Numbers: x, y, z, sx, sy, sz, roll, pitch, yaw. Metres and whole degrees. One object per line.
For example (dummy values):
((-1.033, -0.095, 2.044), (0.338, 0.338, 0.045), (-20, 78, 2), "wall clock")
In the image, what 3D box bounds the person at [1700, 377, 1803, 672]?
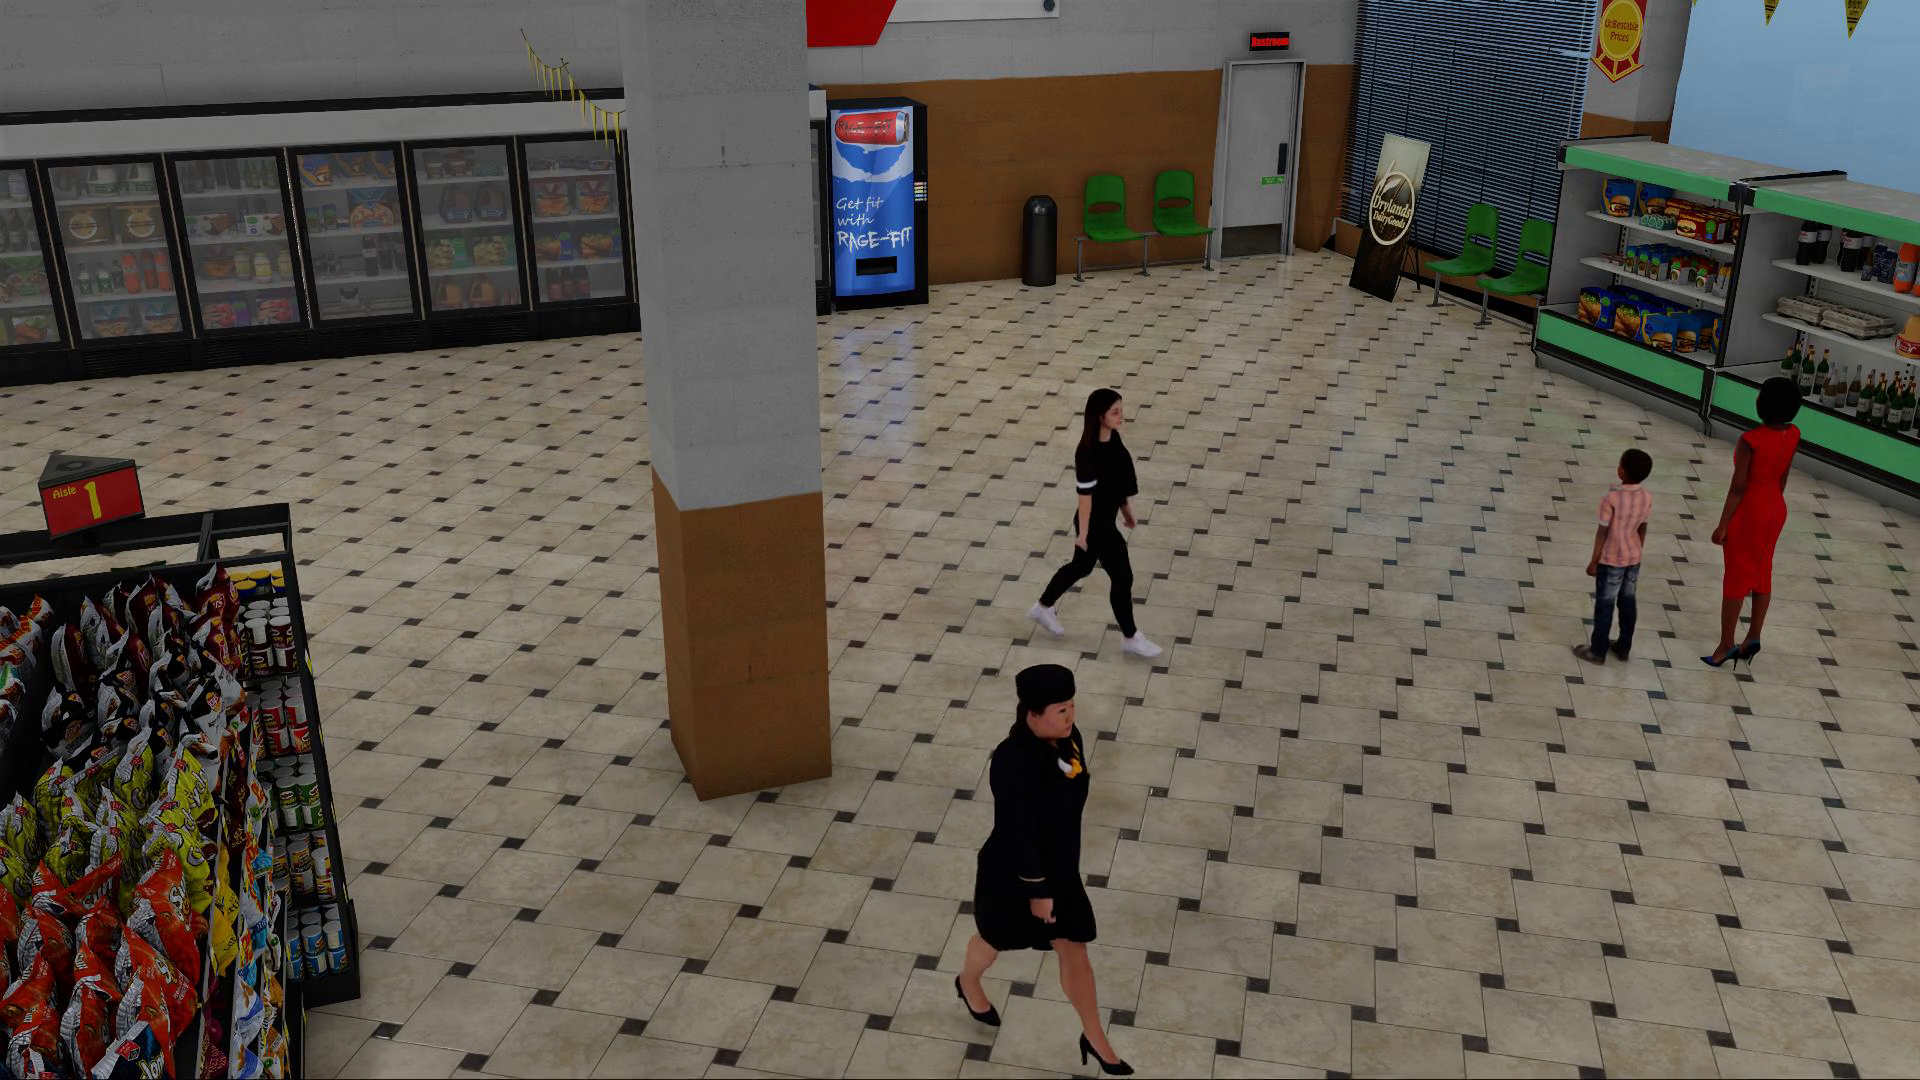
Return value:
((4.527, -0.090, 9.476), (0.565, 1.743, 0.488), (-8, 23, -20), "person")

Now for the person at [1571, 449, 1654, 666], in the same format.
((3.810, 0.097, 9.598), (0.504, 1.306, 0.485), (-6, 23, -16), "person")

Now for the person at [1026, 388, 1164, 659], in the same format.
((0.745, -0.106, 9.706), (1.114, 1.602, 1.086), (9, 23, 20), "person")

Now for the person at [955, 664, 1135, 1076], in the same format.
((0.207, 1.246, 6.314), (1.191, 1.623, 1.002), (18, 28, 38), "person")
